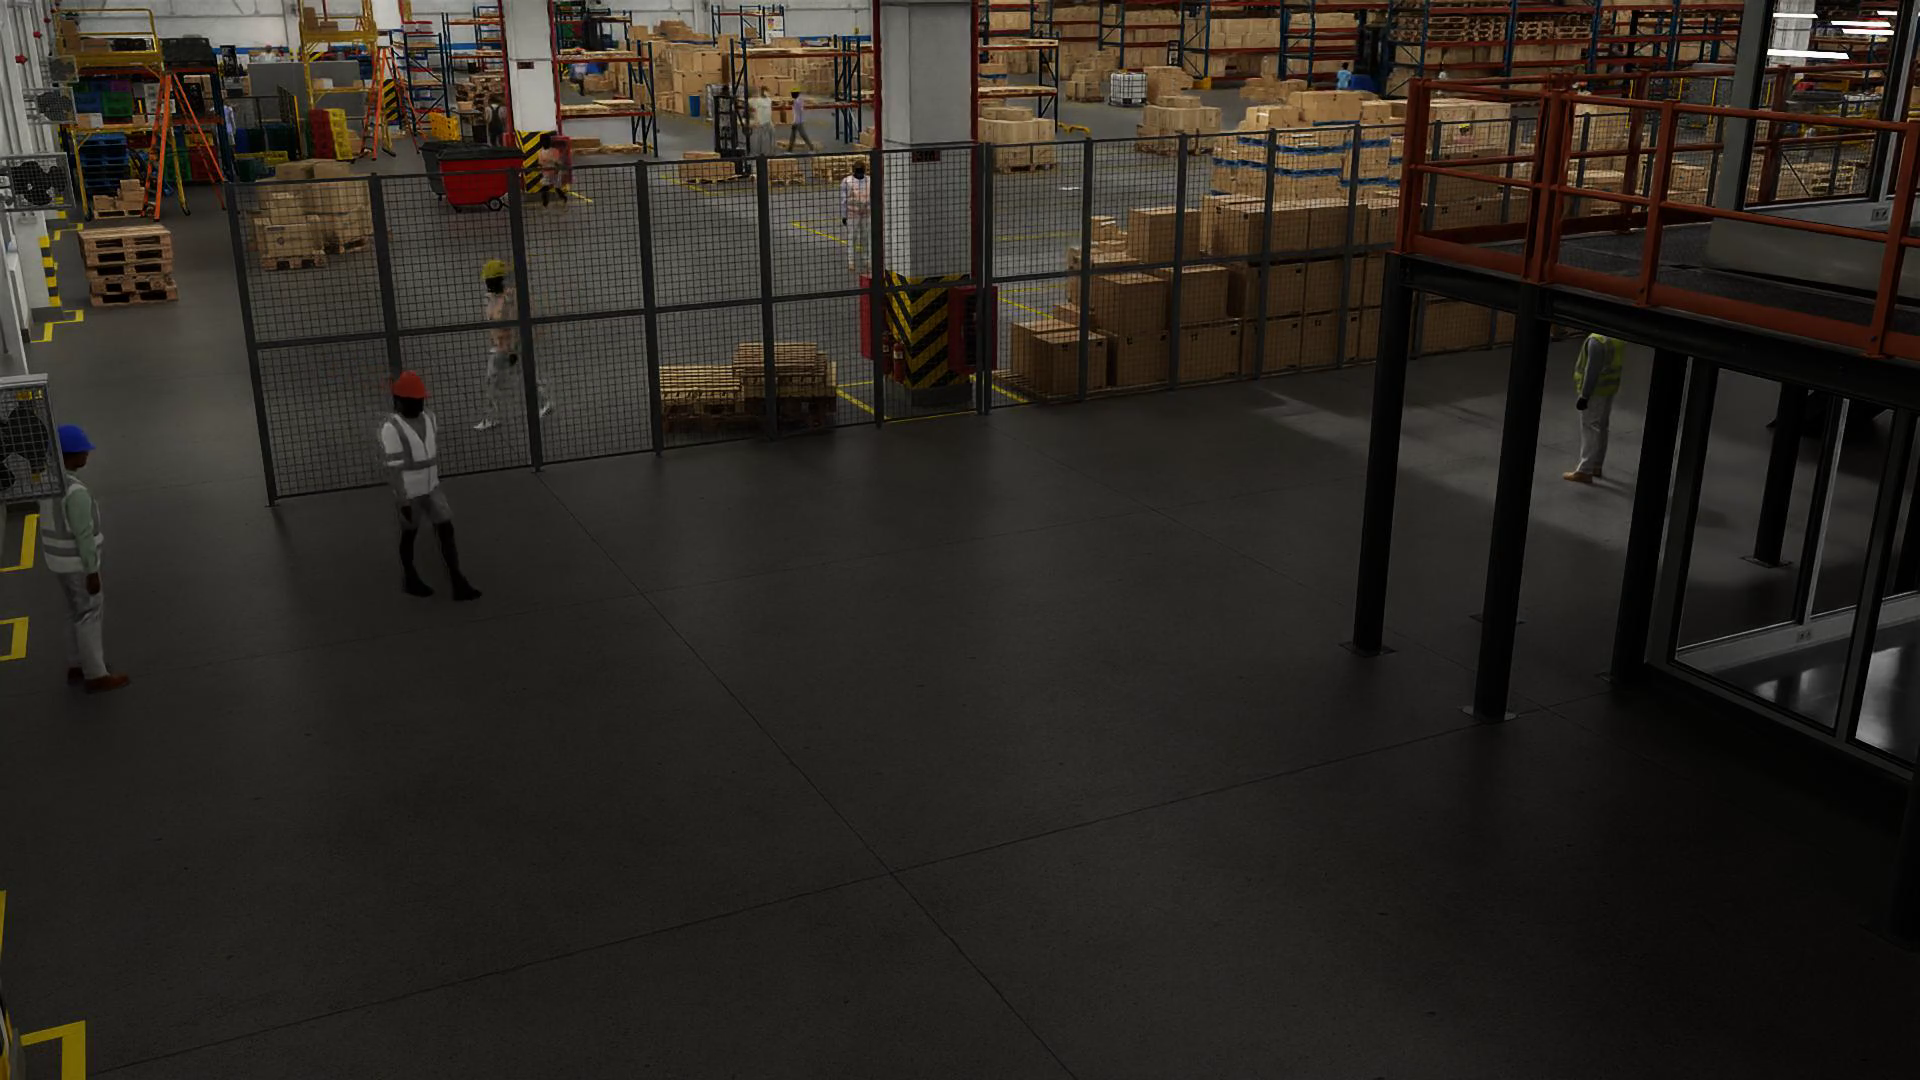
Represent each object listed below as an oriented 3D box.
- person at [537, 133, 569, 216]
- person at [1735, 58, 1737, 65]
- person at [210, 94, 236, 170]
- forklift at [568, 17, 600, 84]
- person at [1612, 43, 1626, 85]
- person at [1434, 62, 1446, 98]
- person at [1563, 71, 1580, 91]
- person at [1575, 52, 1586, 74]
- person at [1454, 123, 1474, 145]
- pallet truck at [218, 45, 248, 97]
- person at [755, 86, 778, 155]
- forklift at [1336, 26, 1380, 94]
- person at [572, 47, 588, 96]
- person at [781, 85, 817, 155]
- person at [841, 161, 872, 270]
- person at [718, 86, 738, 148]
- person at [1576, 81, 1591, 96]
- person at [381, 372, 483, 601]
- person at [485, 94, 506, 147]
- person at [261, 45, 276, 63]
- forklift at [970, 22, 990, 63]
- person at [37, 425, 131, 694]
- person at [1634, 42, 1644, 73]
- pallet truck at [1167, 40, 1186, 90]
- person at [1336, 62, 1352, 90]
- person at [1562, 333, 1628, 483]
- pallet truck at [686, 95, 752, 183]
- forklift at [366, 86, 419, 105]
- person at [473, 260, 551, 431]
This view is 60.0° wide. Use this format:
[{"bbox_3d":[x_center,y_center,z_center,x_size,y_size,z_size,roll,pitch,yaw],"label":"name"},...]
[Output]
[{"bbox_3d":[-8.512,-7.629,34.627,0.540,1.664,0.831,6,20,17],"label":"person"},{"bbox_3d":[31.181,-18.594,66.090,0.679,1.864,0.933,-8,21,-21],"label":"person"},{"bbox_3d":[-18.561,-10.305,41.959,0.544,1.943,0.347,-10,21,-26],"label":"person"},{"bbox_3d":[-16.088,-21.343,72.540,1.873,2.768,1.129,-12,22,-31],"label":"forklift"},{"bbox_3d":[28.203,-20.351,71.277,0.637,1.812,0.745,-6,20,-17],"label":"person"},{"bbox_3d":[16.302,-15.280,56.502,0.413,1.860,0.544,-1,19,-3],"label":"person"},{"bbox_3d":[18.126,-12.875,49.259,0.703,2.000,0.943,1,19,4],"label":"person"},{"bbox_3d":[24.691,-18.516,66.130,0.540,1.696,0.315,12,23,32],"label":"person"},{"bbox_3d":[10.882,-8.201,36.128,0.534,1.767,0.314,-8,21,-22],"label":"person"},{"bbox_3d":[-28.879,-18.665,66.111,0.823,1.965,1.885,-3,19,-9],"label":"pallet truck"},{"bbox_3d":[-5.134,-11.123,44.373,0.845,1.907,0.656,12,23,32],"label":"person"},{"bbox_3d":[15.069,-17.649,61.831,1.873,2.768,1.129,-9,21,-25],"label":"forklift"},{"bbox_3d":[-15.221,-18.710,66.392,0.574,1.891,0.949,-12,22,-31],"label":"person"},{"bbox_3d":[-4.372,-11.410,45.257,0.967,1.886,0.600,-1,19,-2],"label":"person"},{"bbox_3d":[-1.700,-5.498,28.179,0.634,1.839,0.429,-6,20,-17],"label":"person"},{"bbox_3d":[-6.346,-11.399,45.253,1.007,1.860,0.625,14,23,35],"label":"person"},{"bbox_3d":[17.552,-12.098,47.156,0.545,1.942,0.353,13,23,33],"label":"person"},{"bbox_3d":[-4.253,-0.397,13.295,0.910,1.896,0.564,11,22,29],"label":"person"},{"bbox_3d":[-12.059,-10.687,43.266,0.516,1.810,0.945,-10,21,-26],"label":"person"},{"bbox_3d":[-28.586,-19.536,68.870,0.615,1.838,0.802,-15,24,-37],"label":"person"},{"bbox_3d":[0.711,-19.453,67.060,1.129,2.768,1.873,-9,21,-25],"label":"forklift"},{"bbox_3d":[-6.183,0.138,11.700,0.630,1.933,0.432,16,25,39],"label":"person"},{"bbox_3d":[31.451,-22.235,77.008,0.283,1.633,0.498,4,19,11],"label":"person"},{"bbox_3d":[9.045,-19.971,69.895,0.823,1.965,1.885,-3,19,-8],"label":"pallet truck"},{"bbox_3d":[13.814,-16.335,59.825,0.546,1.682,0.368,11,22,28],"label":"person"},{"bbox_3d":[6.321,-1.486,16.548,0.429,1.844,0.626,17,25,40],"label":"person"},{"bbox_3d":[-5.836,-9.608,39.856,0.823,1.965,1.885,10,22,27],"label":"pallet truck"},{"bbox_3d":[-21.269,-17.717,62.029,1.129,2.768,1.873,6,20,16],"label":"forklift"},{"bbox_3d":[-5.039,-2.215,18.617,0.604,1.880,1.003,13,23,33],"label":"person"}]
